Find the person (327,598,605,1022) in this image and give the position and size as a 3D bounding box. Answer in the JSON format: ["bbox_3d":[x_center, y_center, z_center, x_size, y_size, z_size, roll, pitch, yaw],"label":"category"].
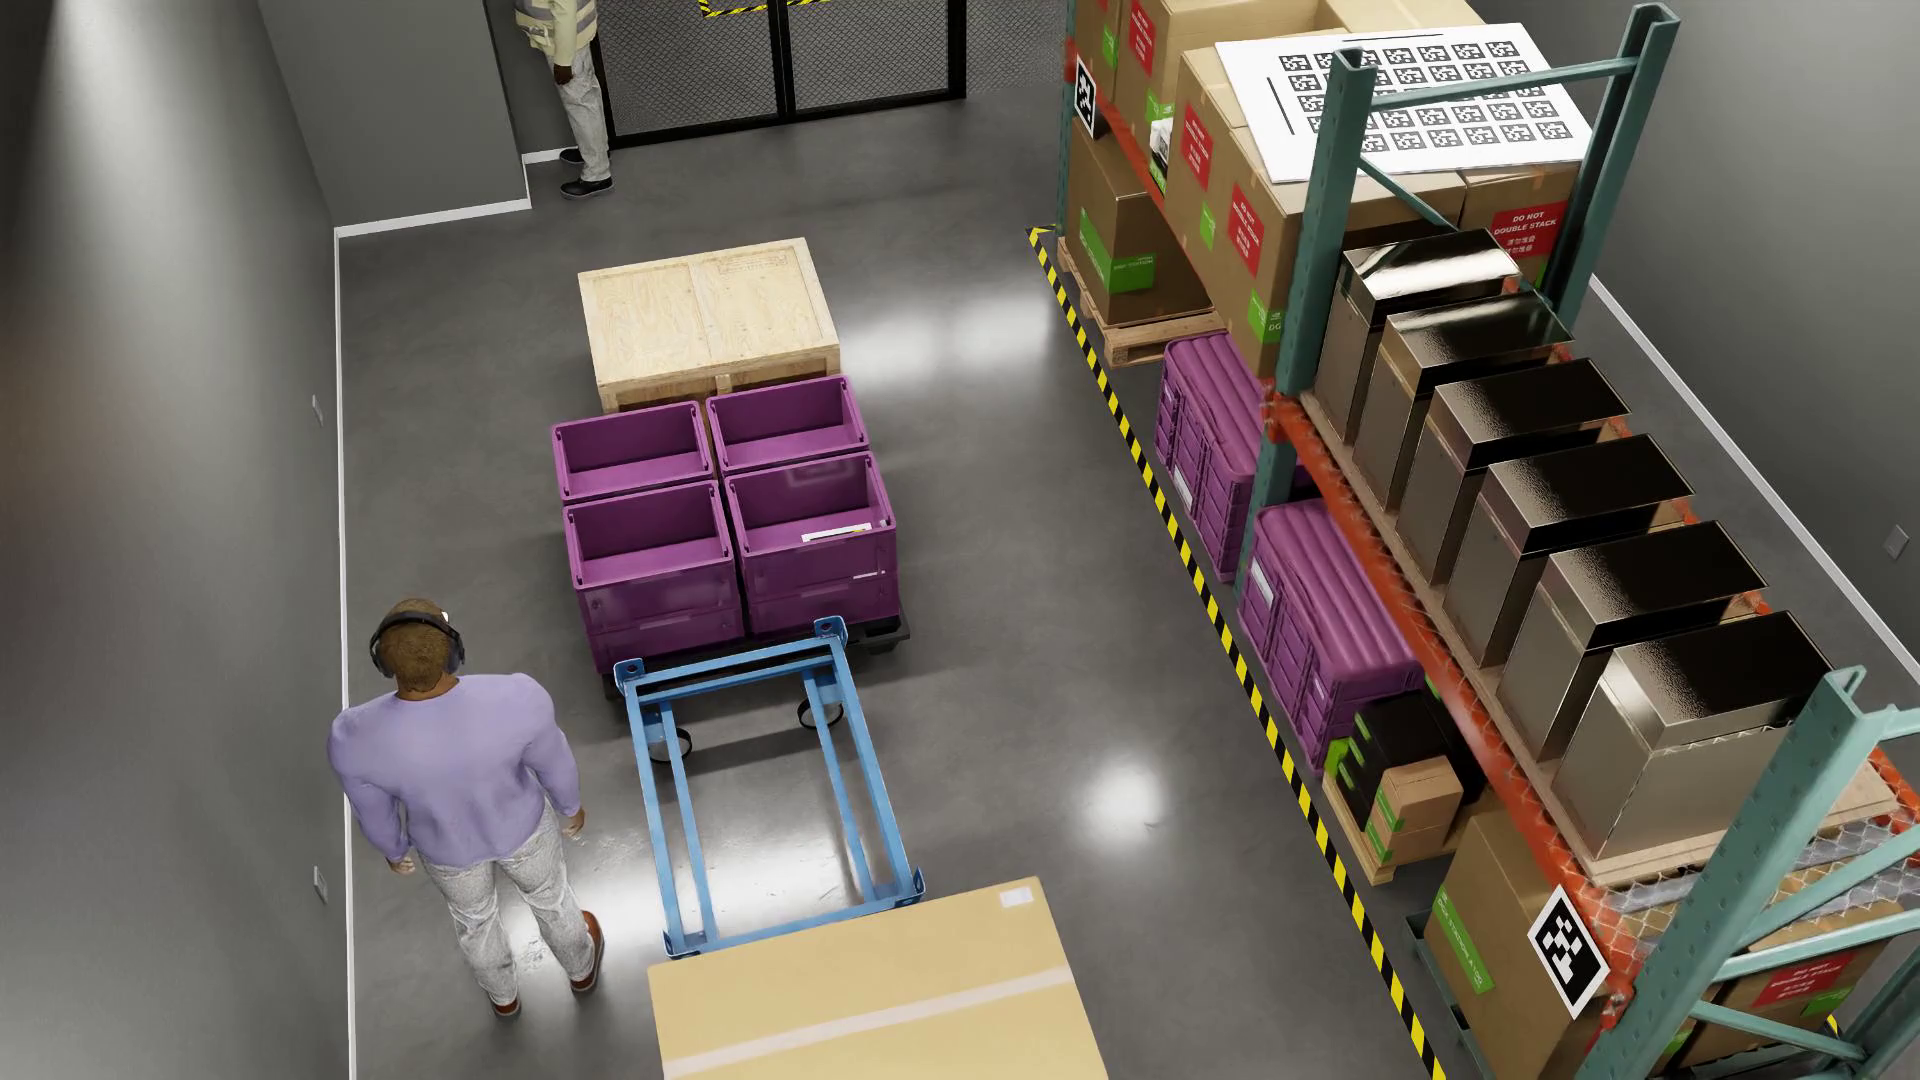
[{"bbox_3d":[-1.464,0.866,5.091,0.637,1.938,0.355,-13,49,-12],"label":"person"}]

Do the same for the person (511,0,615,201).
[{"bbox_3d":[-2.001,-2.564,8.312,0.404,1.830,0.602,-6,48,-5],"label":"person"}]
